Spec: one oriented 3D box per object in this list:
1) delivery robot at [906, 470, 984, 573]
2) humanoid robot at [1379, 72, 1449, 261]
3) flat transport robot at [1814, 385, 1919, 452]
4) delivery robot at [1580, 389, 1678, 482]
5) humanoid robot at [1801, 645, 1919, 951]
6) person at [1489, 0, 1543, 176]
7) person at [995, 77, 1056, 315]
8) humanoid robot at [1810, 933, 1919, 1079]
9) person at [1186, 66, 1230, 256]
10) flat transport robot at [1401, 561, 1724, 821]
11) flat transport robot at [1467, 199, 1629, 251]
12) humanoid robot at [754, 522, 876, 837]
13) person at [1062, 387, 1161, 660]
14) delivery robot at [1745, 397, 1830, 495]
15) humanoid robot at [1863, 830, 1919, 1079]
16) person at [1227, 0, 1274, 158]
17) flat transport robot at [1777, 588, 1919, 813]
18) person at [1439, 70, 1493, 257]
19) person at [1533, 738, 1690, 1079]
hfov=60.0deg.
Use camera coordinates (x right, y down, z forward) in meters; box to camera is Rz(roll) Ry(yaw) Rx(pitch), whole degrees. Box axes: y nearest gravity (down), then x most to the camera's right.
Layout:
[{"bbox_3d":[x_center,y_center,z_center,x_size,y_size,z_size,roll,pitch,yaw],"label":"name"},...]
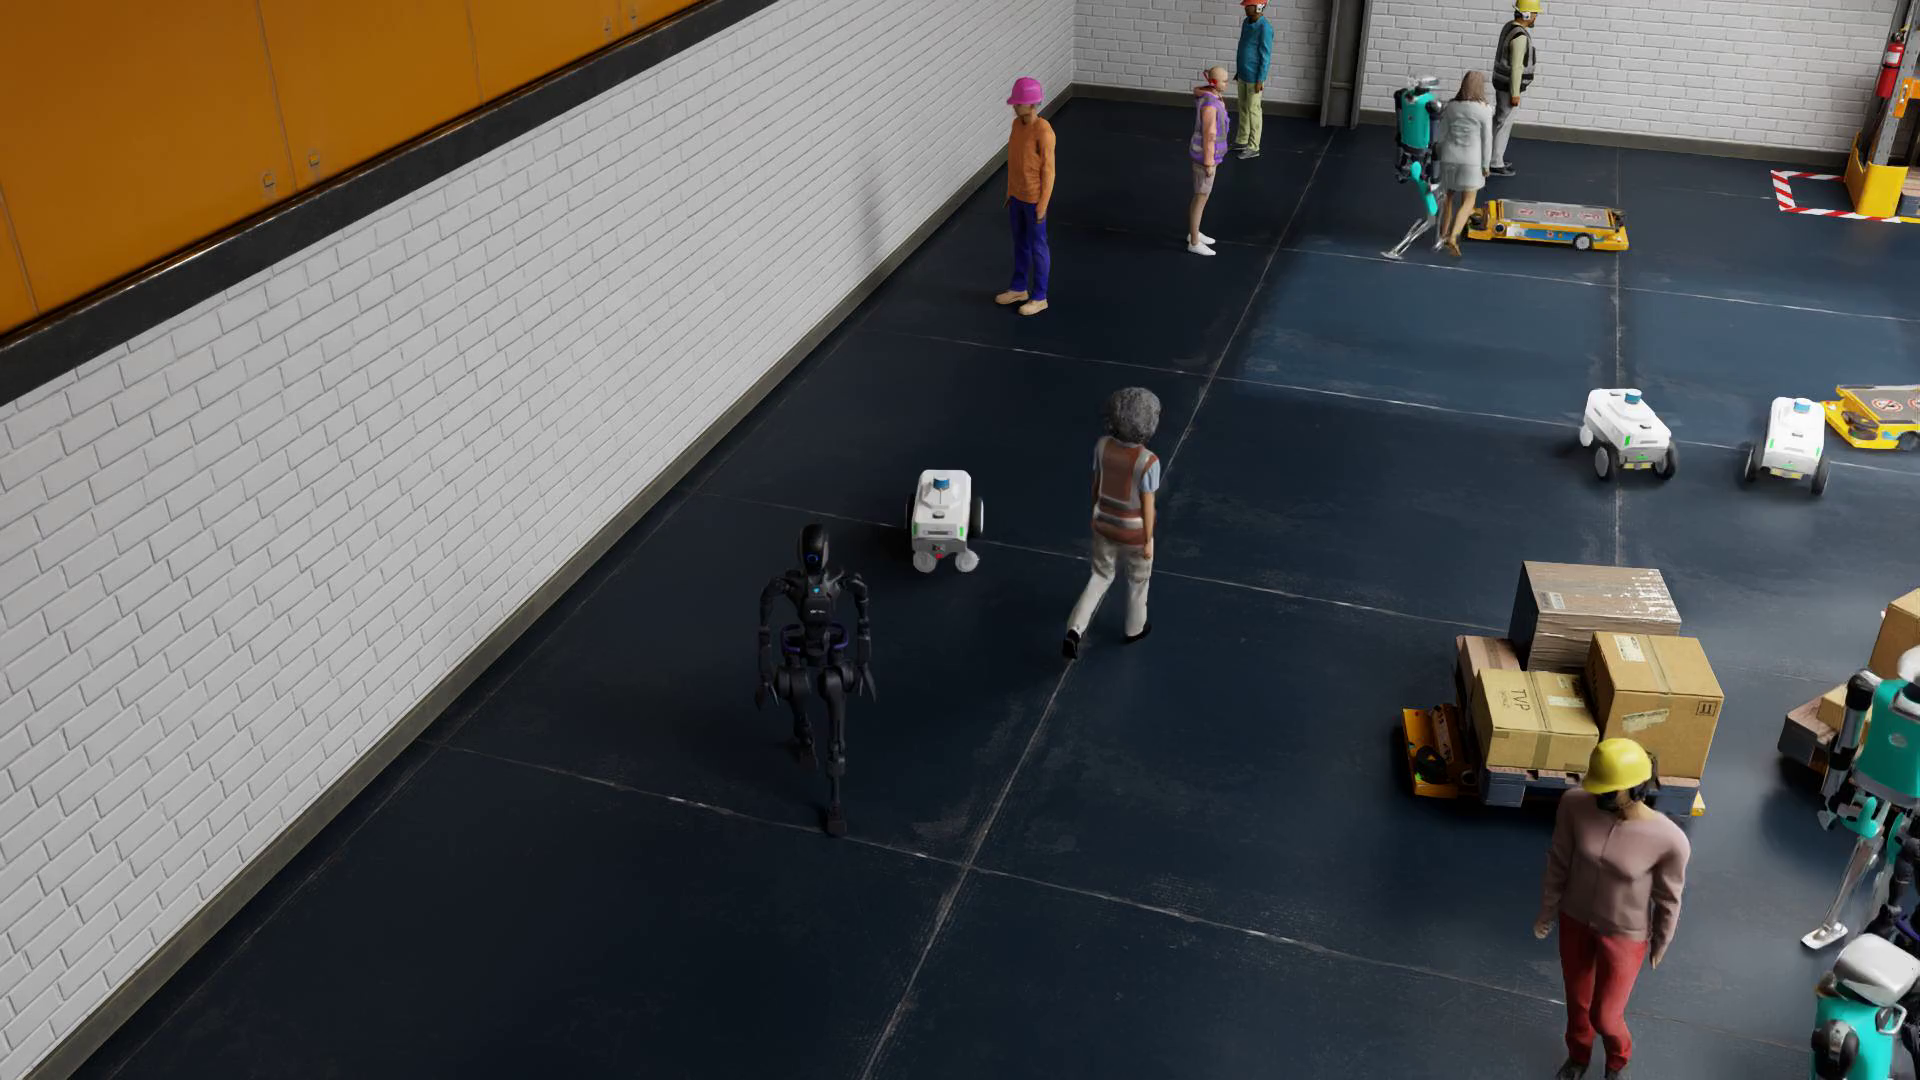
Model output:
[{"bbox_3d":[-0.112,-0.163,10.598,0.501,0.572,0.743,2,30,3],"label":"delivery robot"},{"bbox_3d":[4.275,-3.352,14.904,0.997,1.757,0.548,-17,34,-26],"label":"humanoid robot"},{"bbox_3d":[7.100,-0.893,12.144,1.431,0.231,0.659,0,30,-1],"label":"flat transport robot"},{"bbox_3d":[4.662,-0.749,11.635,0.499,0.612,0.813,-2,31,-3],"label":"delivery robot"},{"bbox_3d":[4.062,1.148,7.216,0.735,1.778,0.531,-24,38,-35],"label":"humanoid robot"},{"bbox_3d":[5.652,-4.668,17.038,0.403,1.824,0.591,3,31,6],"label":"person"},{"bbox_3d":[0.558,-2.850,13.790,0.391,1.980,0.505,-20,36,-30],"label":"person"},{"bbox_3d":[3.099,2.144,5.523,0.956,1.738,0.531,24,38,35],"label":"humanoid robot"},{"bbox_3d":[2.245,-3.444,15.078,0.343,1.692,0.490,4,31,7],"label":"person"},{"bbox_3d":[3.084,1.124,8.713,1.431,0.231,0.659,4,31,6],"label":"flat transport robot"},{"bbox_3d":[5.533,-2.975,15.686,1.431,0.231,0.659,7,31,13],"label":"flat transport robot"},{"bbox_3d":[-0.726,0.610,8.253,0.609,1.627,0.789,-5,31,-9],"label":"humanoid robot"},{"bbox_3d":[0.875,-0.062,9.347,0.453,1.661,0.687,21,37,32],"label":"person"},{"bbox_3d":[5.772,-0.700,11.524,0.499,0.583,0.765,13,33,21],"label":"delivery robot"},{"bbox_3d":[3.774,1.616,6.503,0.611,1.641,0.401,-9,32,-14],"label":"humanoid robot"},{"bbox_3d":[3.054,-4.932,17.548,0.330,1.750,0.571,-10,32,-16],"label":"person"},{"bbox_3d":[5.035,1.262,8.478,0.659,0.231,1.431,-18,35,-28],"label":"flat transport robot"},{"bbox_3d":[4.500,-3.383,15.026,0.537,1.635,0.618,16,34,25],"label":"person"},{"bbox_3d":[2.531,1.523,6.582,0.396,1.736,0.538,-27,40,-37],"label":"person"}]
